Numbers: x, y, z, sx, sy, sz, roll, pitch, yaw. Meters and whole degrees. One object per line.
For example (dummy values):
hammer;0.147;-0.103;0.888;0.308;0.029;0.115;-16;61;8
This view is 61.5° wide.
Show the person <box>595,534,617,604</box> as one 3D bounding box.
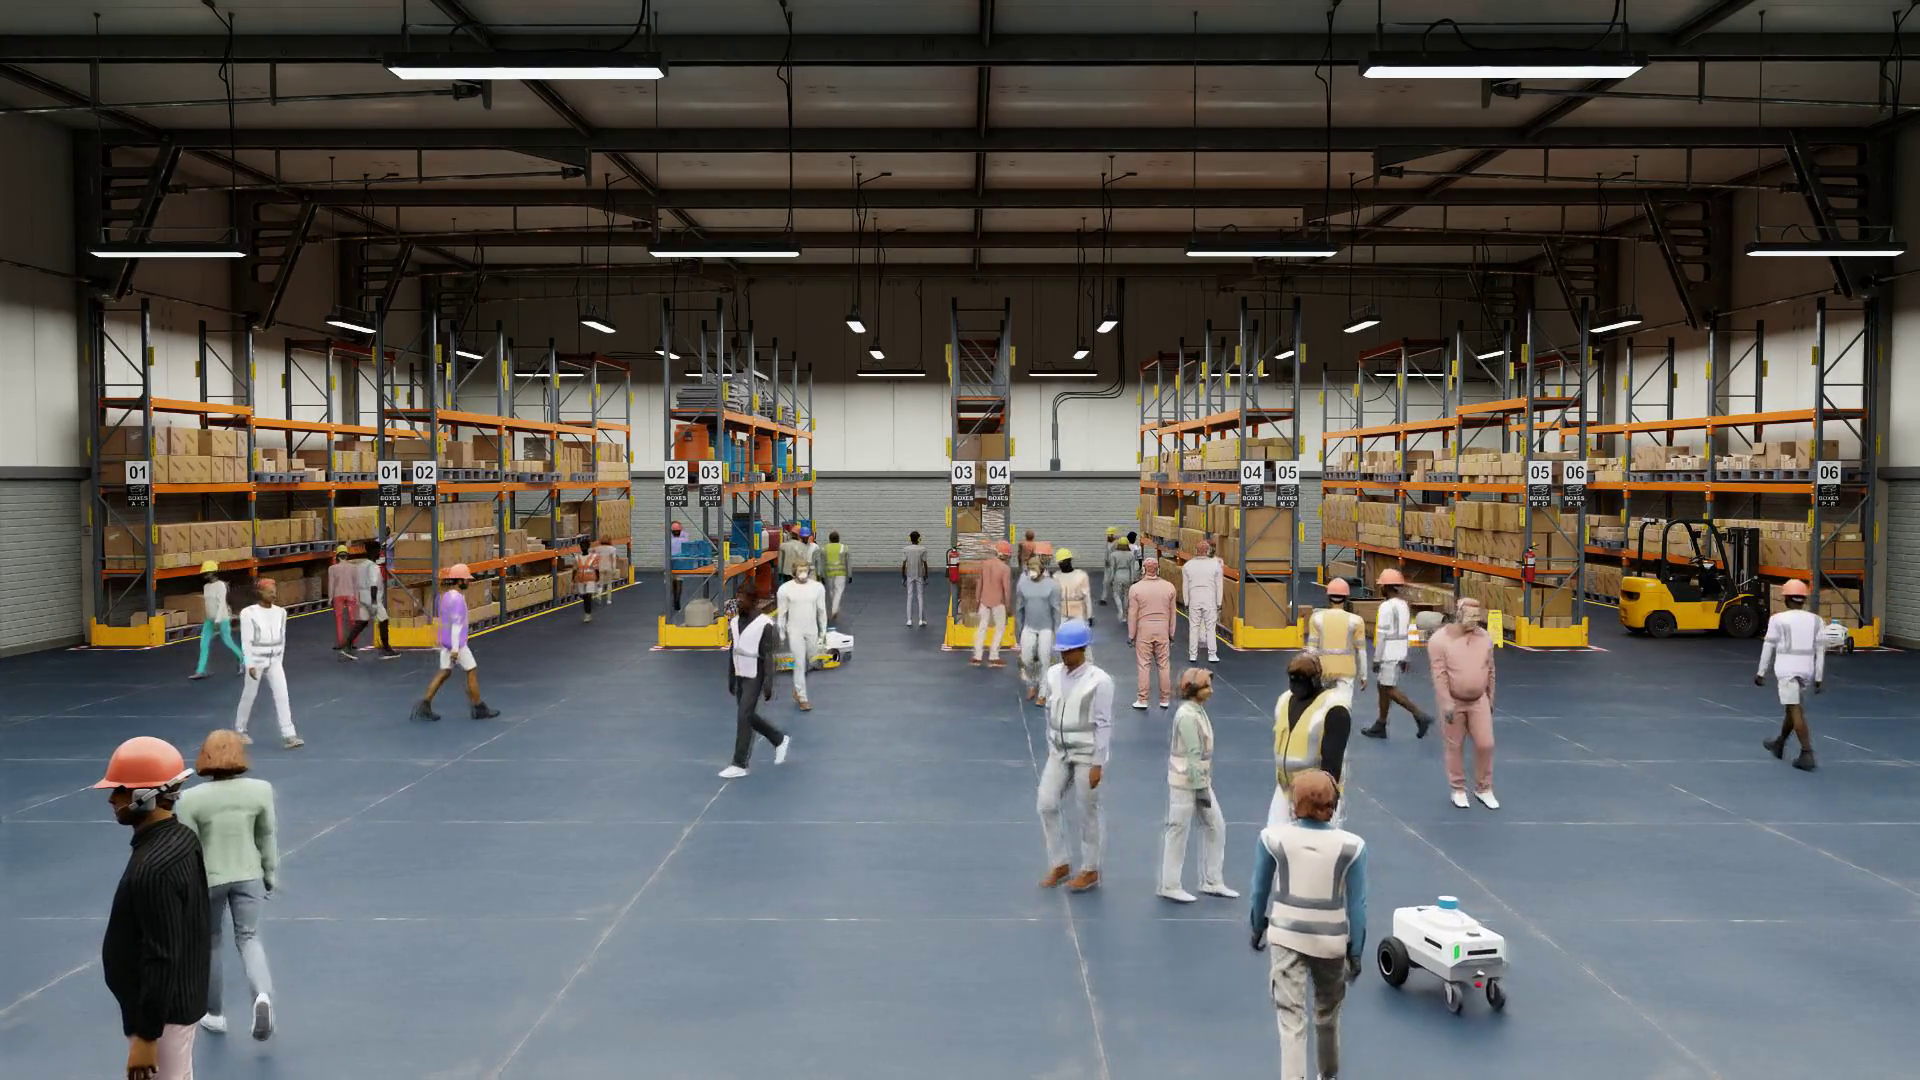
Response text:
person;-8.068;0.669;36.725;0.510;1.615;0.619;0;2;-5

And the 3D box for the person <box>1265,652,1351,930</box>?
person;2.187;1.624;10.295;0.535;1.814;0.633;-1;3;-33

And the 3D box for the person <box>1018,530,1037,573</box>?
person;1.683;0.565;39.609;0.505;1.604;0.816;0;2;-1

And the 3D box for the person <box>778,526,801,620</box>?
person;-3.372;0.680;32.657;0.618;1.941;1.071;0;2;-4

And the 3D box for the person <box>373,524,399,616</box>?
person;-11.990;0.633;33.723;0.636;1.938;0.354;0;2;6

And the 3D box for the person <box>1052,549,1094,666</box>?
person;1.674;1.069;23.507;0.715;1.886;0.503;1;3;27

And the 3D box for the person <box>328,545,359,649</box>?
person;-10.464;0.970;27.396;0.532;1.765;0.328;-2;3;-40

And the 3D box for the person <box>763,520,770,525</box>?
person;-5.651;0.244;47.293;0.271;1.632;0.508;1;2;20

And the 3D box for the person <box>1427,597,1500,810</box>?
person;4.447;1.440;14.226;0.647;1.873;0.606;0;2;-4

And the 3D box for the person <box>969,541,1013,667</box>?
person;0.473;0.981;24.933;0.775;1.948;0.445;2;3;42

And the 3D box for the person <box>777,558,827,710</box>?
person;-2.025;1.170;20.519;0.636;1.914;0.798;-1;2;-23

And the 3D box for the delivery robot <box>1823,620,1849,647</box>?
delivery robot;14.484;1.567;26.726;0.477;0.478;0.707;2;3;35

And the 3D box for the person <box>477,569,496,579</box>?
person;-10.870;0.448;37.070;0.610;2.043;0.397;0;2;2

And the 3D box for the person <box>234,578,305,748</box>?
person;-7.562;1.335;17.538;1.006;1.835;0.578;2;3;34

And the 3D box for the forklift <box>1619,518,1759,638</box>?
forklift;13.417;0.684;29.791;2.313;2.155;1.214;0;2;0

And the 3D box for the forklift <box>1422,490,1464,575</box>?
forklift;13.926;-0.371;47.846;1.873;2.768;1.129;0;2;0

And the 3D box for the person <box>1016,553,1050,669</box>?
person;1.097;1.068;24.445;0.499;1.814;0.814;2;3;37

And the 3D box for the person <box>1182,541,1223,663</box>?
person;3.833;0.977;25.465;0.642;1.909;0.409;1;2;18

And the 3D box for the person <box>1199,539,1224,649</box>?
person;4.233;0.911;27.715;0.568;1.869;0.551;-1;2;-14

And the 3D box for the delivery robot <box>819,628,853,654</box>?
delivery robot;-1.994;1.622;25.358;0.477;0.478;0.707;2;3;36

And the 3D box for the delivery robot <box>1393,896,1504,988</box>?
delivery robot;2.762;2.266;9.146;0.477;0.478;0.707;-1;2;-15

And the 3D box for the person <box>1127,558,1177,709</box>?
person;2.411;1.178;20.392;0.639;1.910;0.406;0;2;-11

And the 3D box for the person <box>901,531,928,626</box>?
person;-0.887;0.749;31.729;0.535;1.865;0.310;0;2;3

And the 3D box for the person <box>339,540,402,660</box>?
person;-9.472;0.953;25.838;0.960;1.928;0.616;-2;3;-43

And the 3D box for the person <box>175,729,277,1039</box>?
person;-3.811;1.801;8.444;0.506;1.610;0.686;-2;3;-40

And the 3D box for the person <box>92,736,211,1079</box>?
person;-2.940;1.710;5.900;0.386;1.992;0.625;-1;2;-18

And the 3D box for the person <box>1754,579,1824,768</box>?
person;8.486;1.344;16.497;0.561;1.883;0.990;0;2;-5

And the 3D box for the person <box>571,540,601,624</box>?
person;-7.457;0.833;31.980;0.553;1.659;0.829;0;2;11

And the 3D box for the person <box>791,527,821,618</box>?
person;-3.100;0.692;32.518;0.608;1.921;0.434;0;2;-8

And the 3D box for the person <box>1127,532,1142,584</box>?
person;3.830;0.659;36.069;0.540;1.695;0.317;1;3;30

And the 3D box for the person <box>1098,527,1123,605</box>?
person;3.549;0.587;36.815;0.927;1.796;0.580;-2;3;-44

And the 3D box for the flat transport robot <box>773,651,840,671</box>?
flat transport robot;-2.585;1.843;24.477;1.431;0.197;0.652;-2;3;-39

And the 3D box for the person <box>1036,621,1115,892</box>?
person;0.772;1.527;11.357;0.634;1.917;0.644;2;3;43

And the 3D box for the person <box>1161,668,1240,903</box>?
person;1.667;1.690;11.081;0.647;1.614;0.530;1;2;23

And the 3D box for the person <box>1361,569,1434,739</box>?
person;4.867;1.275;17.962;0.814;1.912;0.548;2;3;36

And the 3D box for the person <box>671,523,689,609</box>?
person;-6.244;0.577;35.794;0.568;1.885;0.985;0;2;1

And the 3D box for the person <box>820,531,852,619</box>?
person;-2.568;0.719;33.311;0.632;1.811;0.924;0;2;10

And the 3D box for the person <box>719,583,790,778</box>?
person;-2.038;1.360;16.004;0.842;1.893;0.602;-2;3;-43

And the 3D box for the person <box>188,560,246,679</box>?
person;-10.806;1.142;23.573;0.523;1.721;0.870;1;3;30

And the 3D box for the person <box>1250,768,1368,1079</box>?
person;1.598;1.846;7.414;0.527;1.592;0.857;0;2;12

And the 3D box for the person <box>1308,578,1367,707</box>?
person;3.847;1.339;16.402;0.574;1.891;0.953;1;2;19

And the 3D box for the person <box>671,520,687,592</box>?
person;-7.150;0.422;40.557;0.573;1.816;0.799;0;2;5

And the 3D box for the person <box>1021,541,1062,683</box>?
person;1.211;1.030;23.097;0.675;2.035;0.618;0;2;-12

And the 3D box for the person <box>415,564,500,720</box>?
person;-6.085;1.227;19.432;0.972;1.896;0.549;-2;3;-35

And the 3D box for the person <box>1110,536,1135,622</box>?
person;3.268;0.786;32.423;0.499;1.727;0.476;0;2;-1

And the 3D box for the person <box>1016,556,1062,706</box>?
person;1.000;1.160;20.629;0.638;1.920;0.430;1;2;18
